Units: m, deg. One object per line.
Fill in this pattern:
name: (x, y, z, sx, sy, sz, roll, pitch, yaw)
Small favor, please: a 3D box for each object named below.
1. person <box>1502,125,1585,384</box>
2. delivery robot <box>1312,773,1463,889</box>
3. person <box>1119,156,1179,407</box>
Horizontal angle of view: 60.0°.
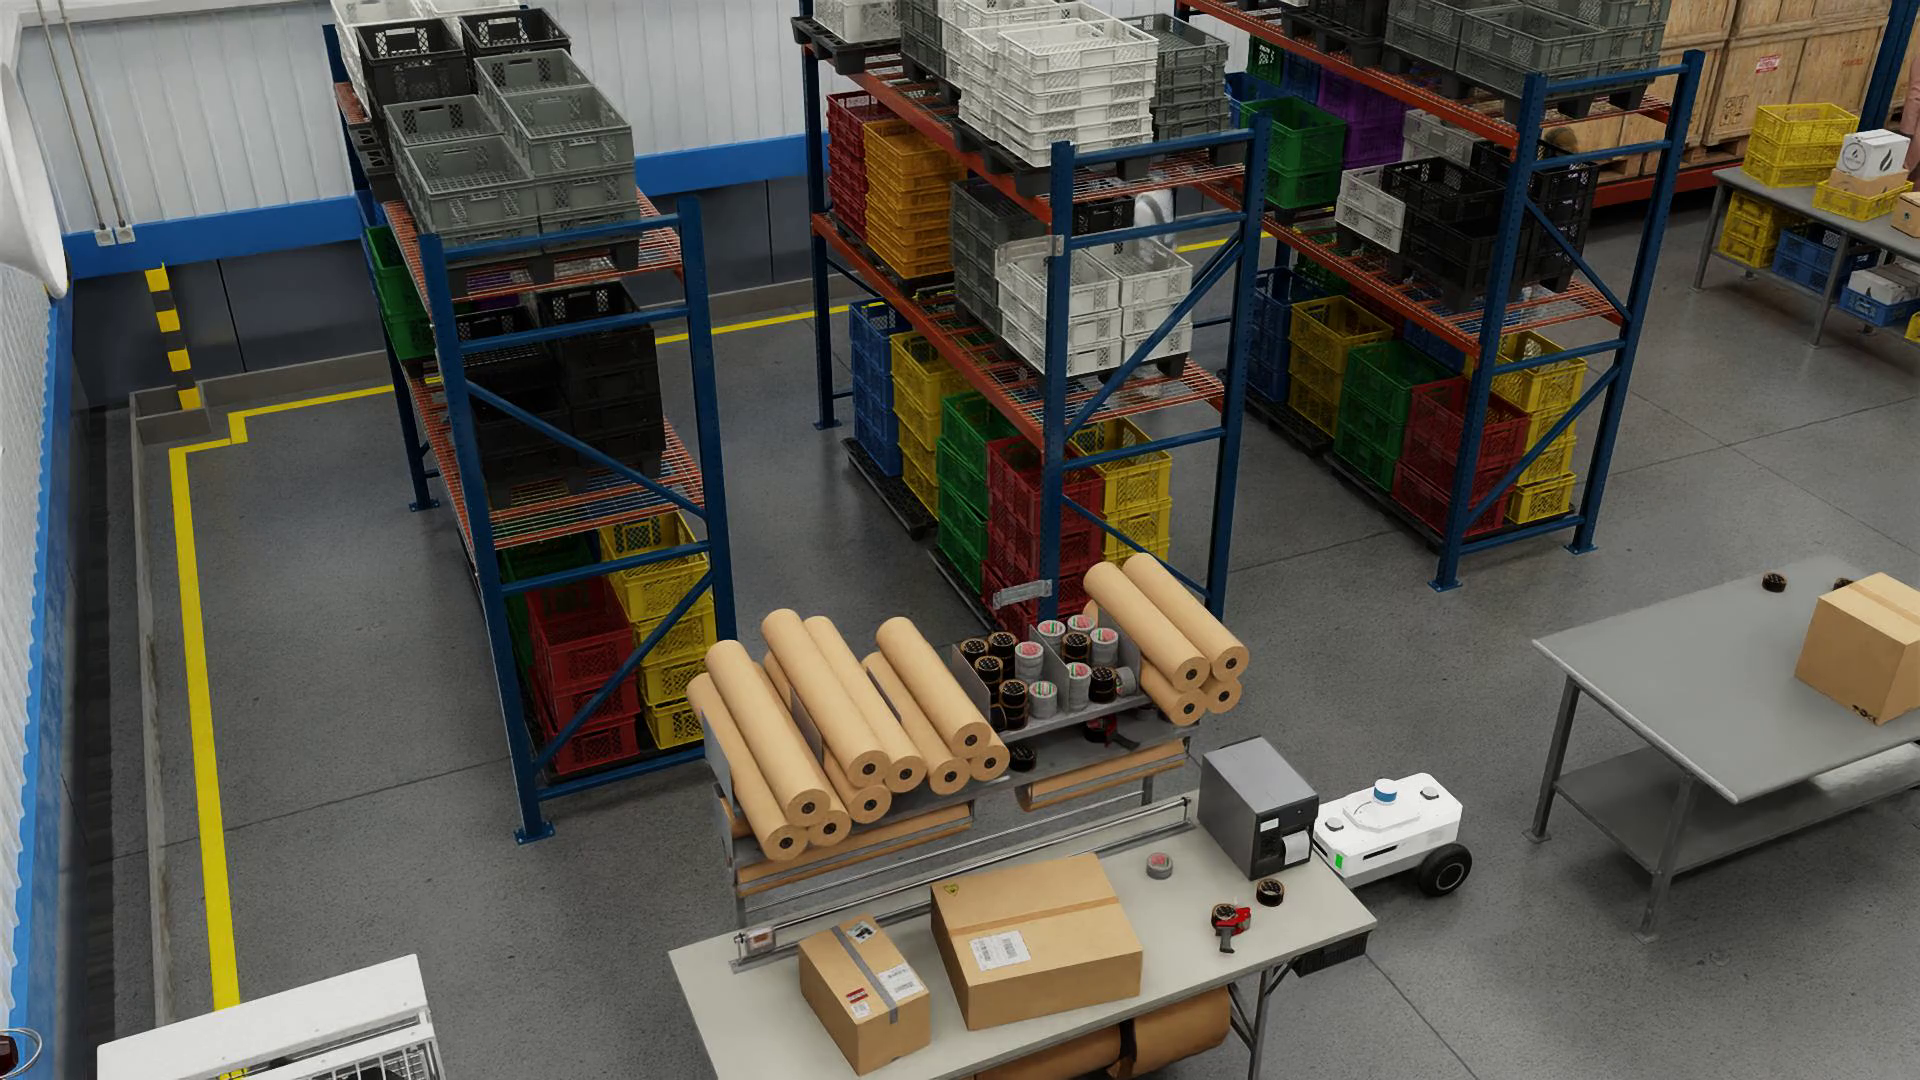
person: (3.959, -1.907, 11.463, 0.632, 1.940, 0.372, -13, 34, -21)
delivery robot: (1.888, 1.293, 7.490, 0.707, 0.478, 0.477, -13, 34, -20)
person: (1.275, -1.800, 11.362, 0.405, 1.874, 0.643, 11, 33, 18)
